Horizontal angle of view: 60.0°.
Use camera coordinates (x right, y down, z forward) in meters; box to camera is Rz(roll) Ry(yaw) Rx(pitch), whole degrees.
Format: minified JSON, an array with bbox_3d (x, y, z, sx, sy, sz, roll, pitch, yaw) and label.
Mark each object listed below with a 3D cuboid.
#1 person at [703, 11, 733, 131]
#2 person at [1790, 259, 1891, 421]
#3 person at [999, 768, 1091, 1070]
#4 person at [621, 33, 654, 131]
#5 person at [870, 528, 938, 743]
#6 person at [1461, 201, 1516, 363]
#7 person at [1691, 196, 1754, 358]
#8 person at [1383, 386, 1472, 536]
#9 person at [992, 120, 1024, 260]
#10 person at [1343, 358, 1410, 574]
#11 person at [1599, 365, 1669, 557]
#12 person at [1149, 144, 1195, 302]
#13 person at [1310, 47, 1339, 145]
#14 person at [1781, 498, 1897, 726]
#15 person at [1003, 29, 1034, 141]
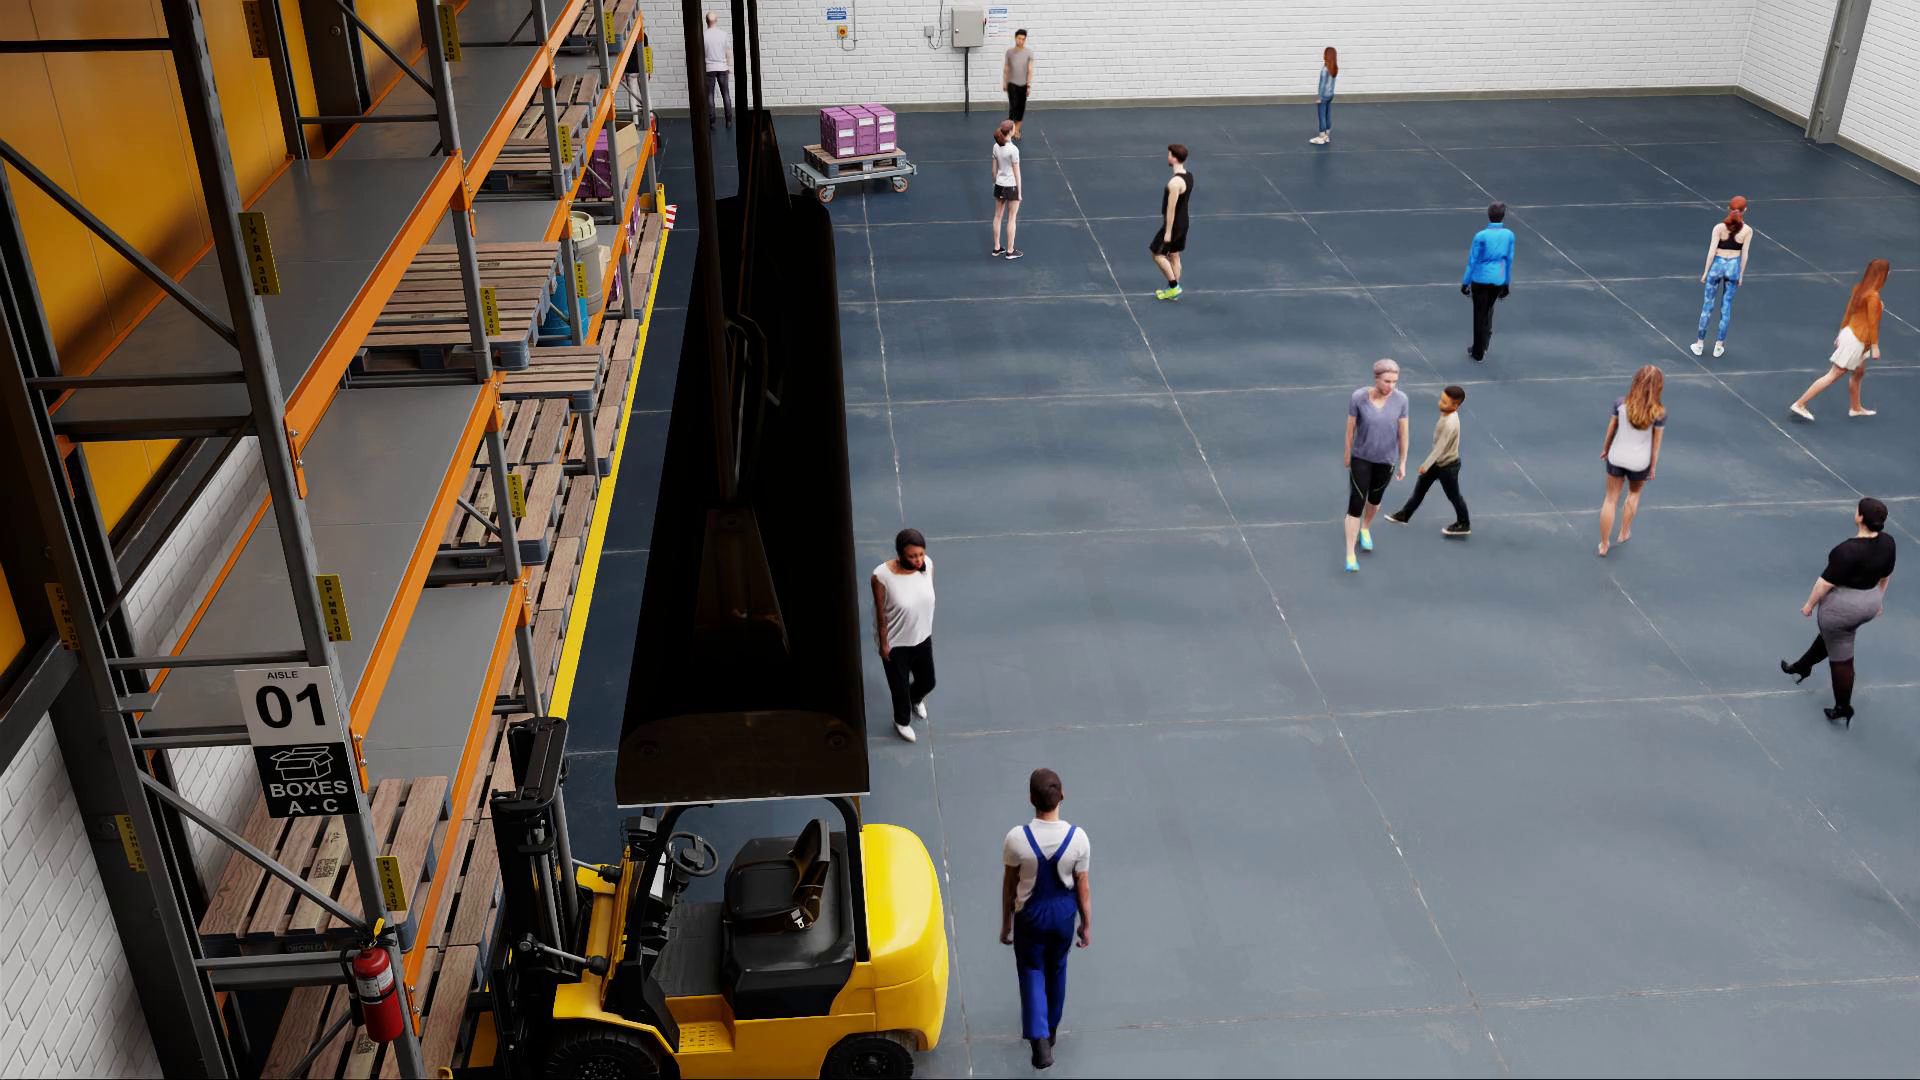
[{"bbox_3d":[-3.924,-7.539,26.679,0.707,1.832,0.664,-9,30,-16],"label":"person"},{"bbox_3d":[8.832,-1.956,16.601,0.864,1.682,1.115,4,29,8],"label":"person"},{"bbox_3d":[0.454,2.114,8.990,0.652,1.825,0.944,1,29,2],"label":"person"},{"bbox_3d":[-5.186,-7.493,26.623,0.735,1.805,0.722,-12,31,-22],"label":"person"},{"bbox_3d":[-0.414,0.632,11.862,0.757,1.676,0.777,-15,32,-26],"label":"person"},{"bbox_3d":[5.735,-2.751,17.953,0.643,1.782,0.591,-4,29,-7],"label":"person"},{"bbox_3d":[8.343,-2.880,18.184,0.662,1.788,0.695,8,30,15],"label":"person"},{"bbox_3d":[4.288,-0.660,14.489,0.661,1.430,0.926,2,29,4],"label":"person"},{"bbox_3d":[0.589,-4.453,21.107,0.670,1.751,0.725,20,35,33],"label":"person"},{"bbox_3d":[3.506,-0.695,14.127,0.760,1.838,1.194,2,29,4],"label":"person"},{"bbox_3d":[5.676,-0.638,14.151,0.826,1.715,0.898,14,32,25],"label":"person"},{"bbox_3d":[2.592,-3.704,19.596,0.892,1.883,0.776,13,31,23],"label":"person"},{"bbox_3d":[5.718,-6.942,25.955,0.694,1.477,0.622,20,34,32],"label":"person"},{"bbox_3d":[6.454,0.561,11.942,0.863,1.724,1.081,-11,31,-20],"label":"person"},{"bbox_3d":[0.897,-7.194,26.211,0.658,1.675,1.075,3,29,5],"label":"person"}]
